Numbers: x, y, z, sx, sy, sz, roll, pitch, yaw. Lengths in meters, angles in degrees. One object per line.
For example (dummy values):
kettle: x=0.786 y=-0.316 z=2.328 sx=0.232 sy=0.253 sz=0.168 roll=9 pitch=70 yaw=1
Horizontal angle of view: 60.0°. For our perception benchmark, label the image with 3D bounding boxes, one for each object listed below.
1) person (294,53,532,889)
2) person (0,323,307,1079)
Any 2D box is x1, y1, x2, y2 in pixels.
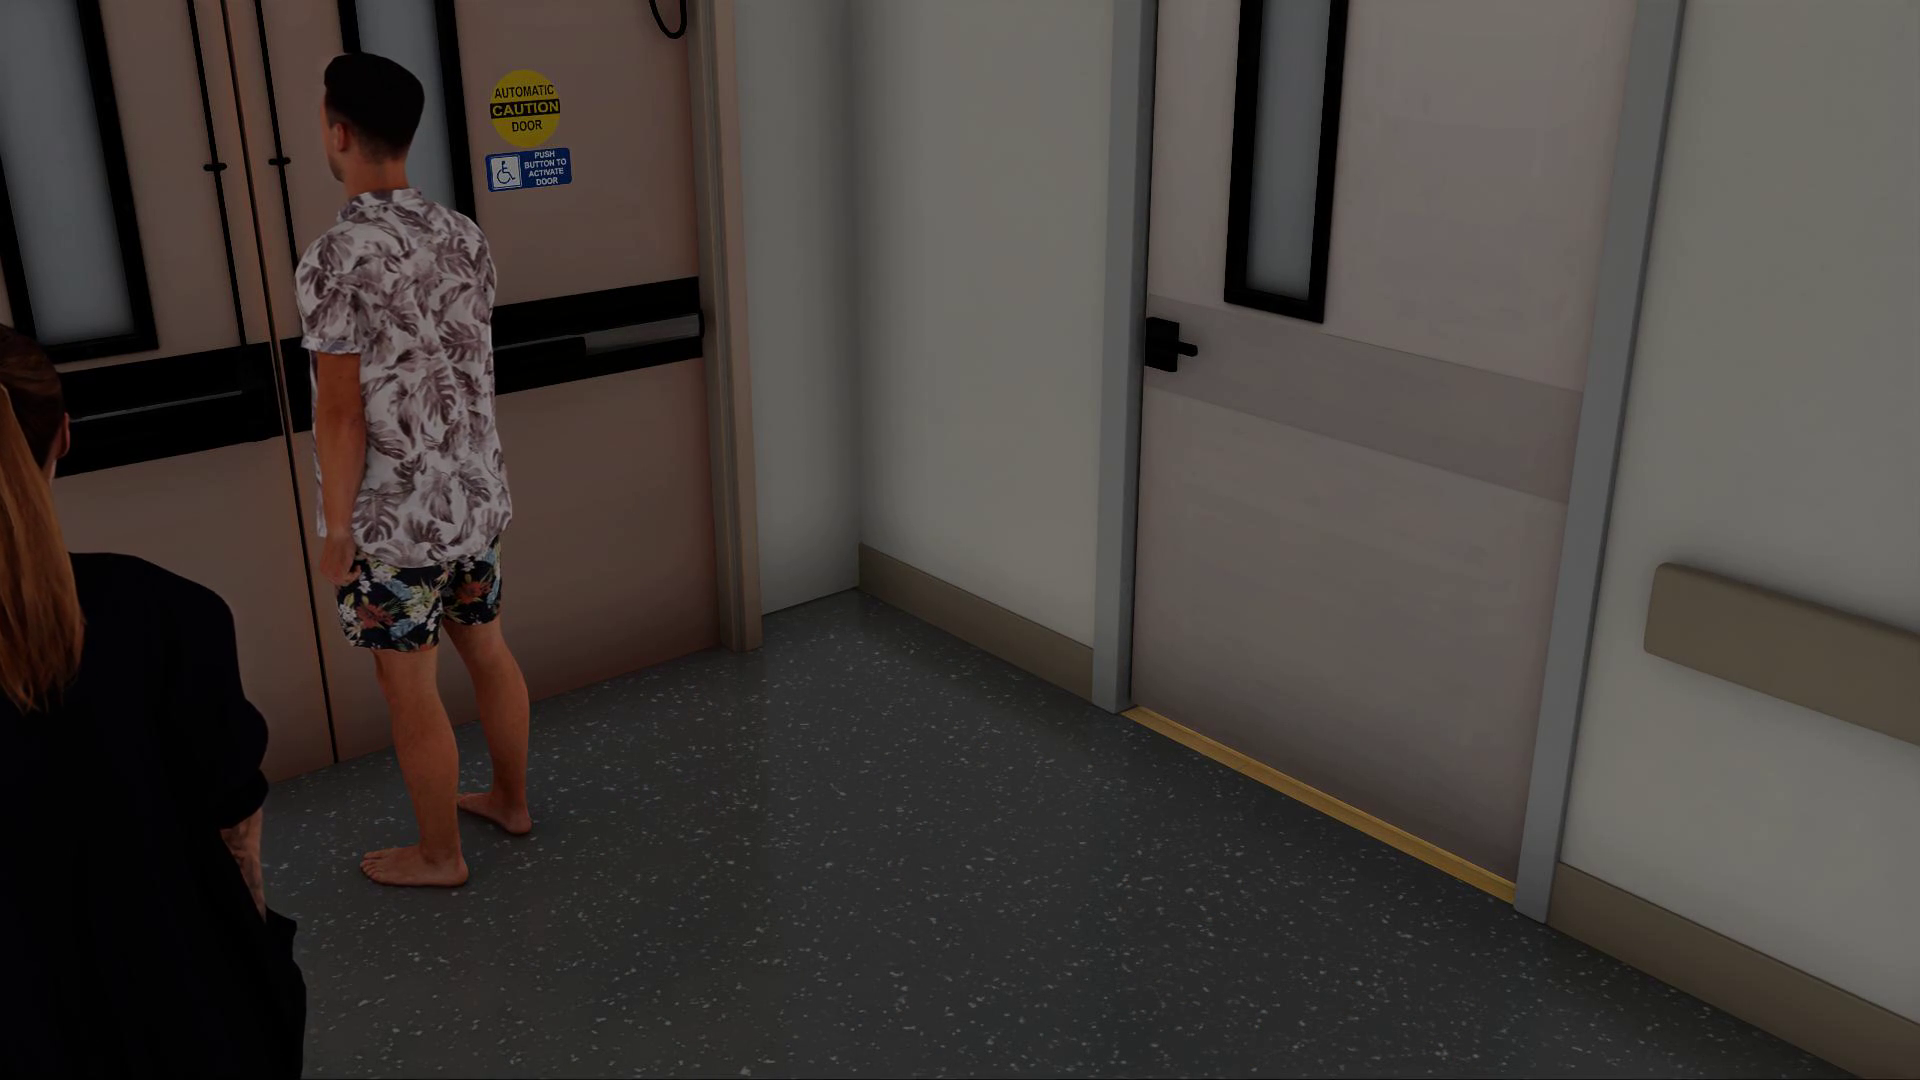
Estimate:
person: x=-1.170 y=-0.114 z=3.608 sx=0.719 sy=1.816 sz=0.743 roll=10 pitch=23 yaw=24
person: x=-1.043 y=0.558 z=2.022 sx=0.675 sy=1.683 sz=0.625 roll=-11 pitch=23 yaw=-26
